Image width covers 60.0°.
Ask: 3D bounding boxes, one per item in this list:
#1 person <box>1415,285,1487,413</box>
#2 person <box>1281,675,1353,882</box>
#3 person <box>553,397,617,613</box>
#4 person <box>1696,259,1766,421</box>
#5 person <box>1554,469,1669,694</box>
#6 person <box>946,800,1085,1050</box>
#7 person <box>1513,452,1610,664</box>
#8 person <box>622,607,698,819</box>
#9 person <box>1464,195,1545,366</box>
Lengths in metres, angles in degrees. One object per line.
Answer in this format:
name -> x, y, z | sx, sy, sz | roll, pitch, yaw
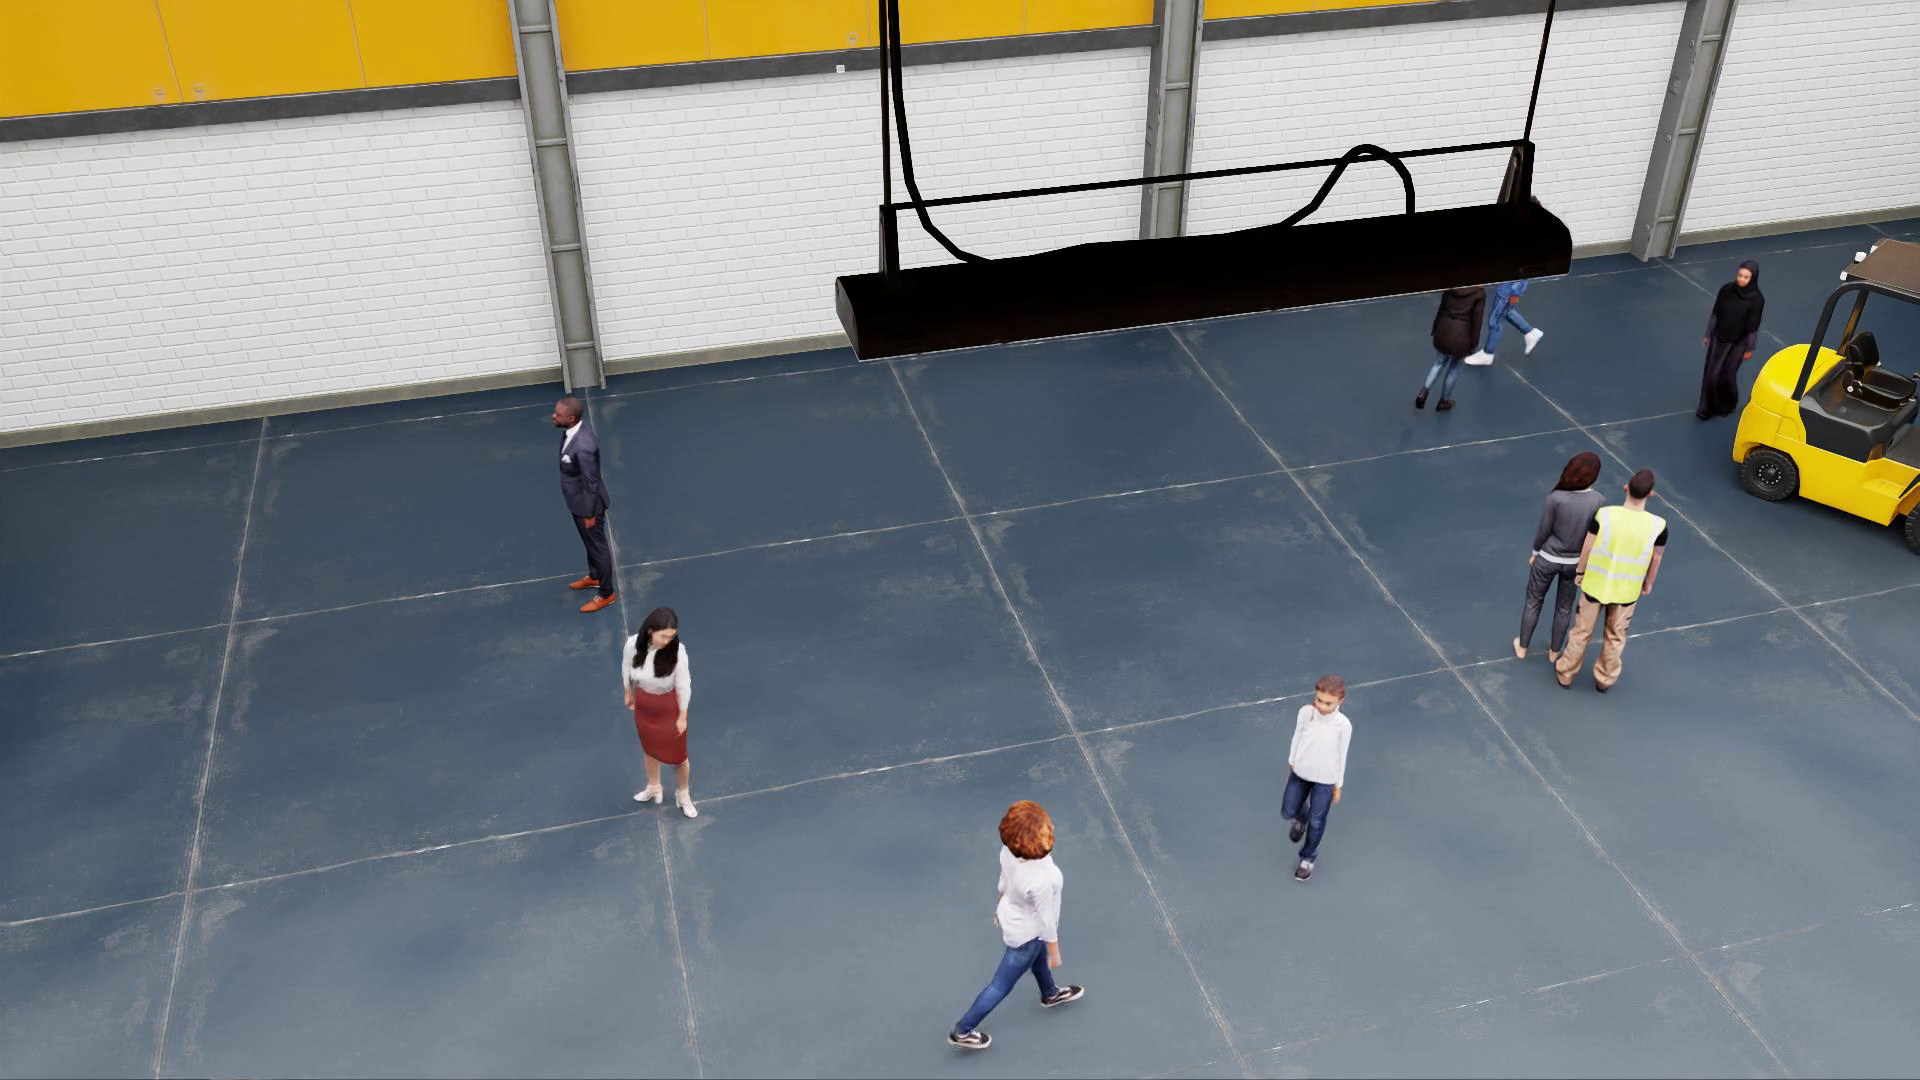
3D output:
person -> 4.559, -1.882, 15.450 | 0.853, 1.621, 0.948 | 29, 43, 36
person -> 2.281, 1.435, 10.525 | 0.750, 1.548, 0.800 | 16, 37, 22
person -> -2.900, -0.308, 12.898 | 0.635, 1.824, 0.706 | -12, 36, -18
person -> 7.206, -1.875, 15.453 | 0.846, 1.605, 0.756 | -21, 39, -28
person -> 4.686, 0.308, 11.955 | 0.812, 1.841, 0.898 | 9, 35, 13
person -> 0.262, 2.180, 9.290 | 1.147, 1.675, 0.708 | -10, 35, -15
person -> 4.445, 0.138, 12.278 | 0.618, 1.768, 0.753 | 5, 34, 8
person -> -2.007, 1.101, 10.861 | 0.679, 1.733, 0.816 | 17, 37, 24
person -> 5.455, -2.531, 16.271 | 1.089, 1.792, 0.907 | 4, 34, 6
